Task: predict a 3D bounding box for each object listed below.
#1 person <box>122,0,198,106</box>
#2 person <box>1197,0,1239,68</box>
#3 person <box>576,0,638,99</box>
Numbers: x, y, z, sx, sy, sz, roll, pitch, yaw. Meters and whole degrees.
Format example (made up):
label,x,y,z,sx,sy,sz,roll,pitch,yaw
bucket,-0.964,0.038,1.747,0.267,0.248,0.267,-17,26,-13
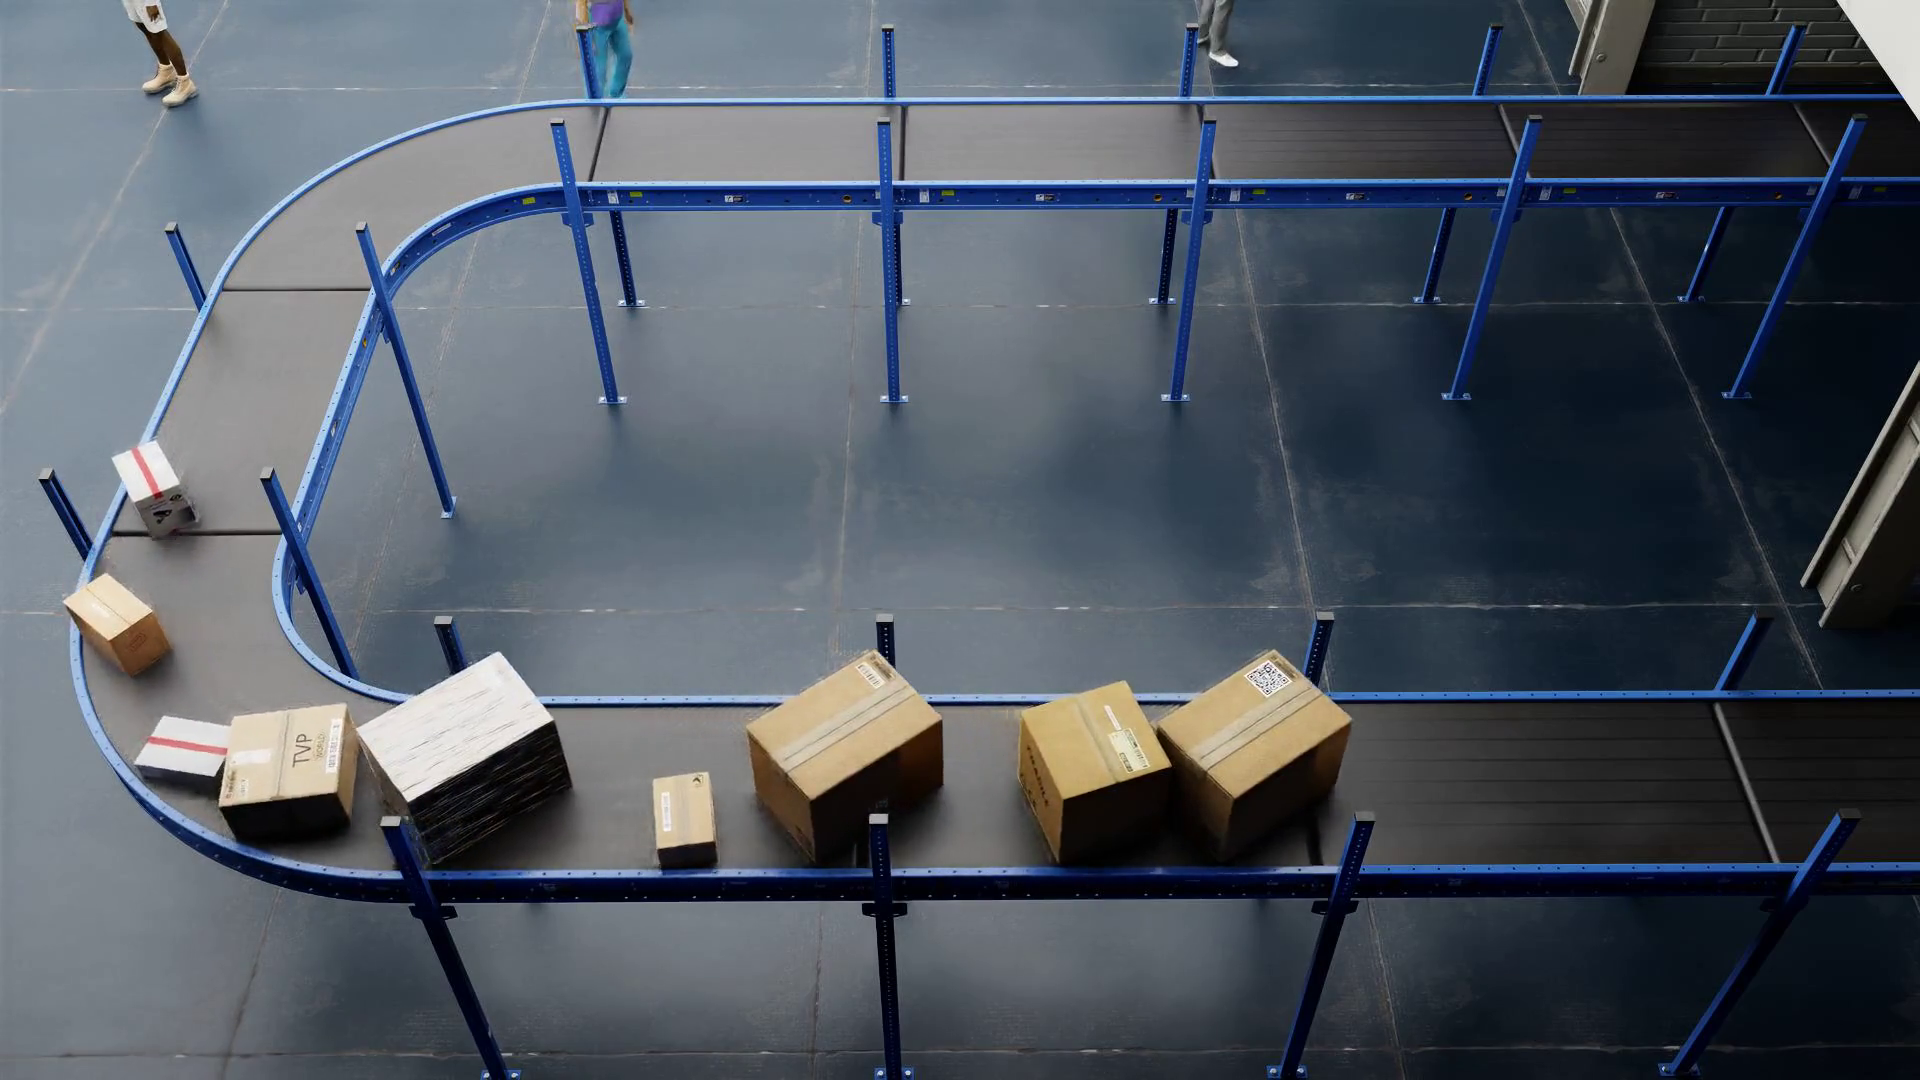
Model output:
label,x,y,z,sx,sy,sz,roll,pitch,yaw
person,-6.819,-4.536,14.118,0.612,2.039,0.392,35,56,28
person,2.267,-4.978,14.632,0.382,1.893,0.677,-2,47,-2
person,-2.941,-4.184,13.956,0.382,1.805,0.746,20,50,18
